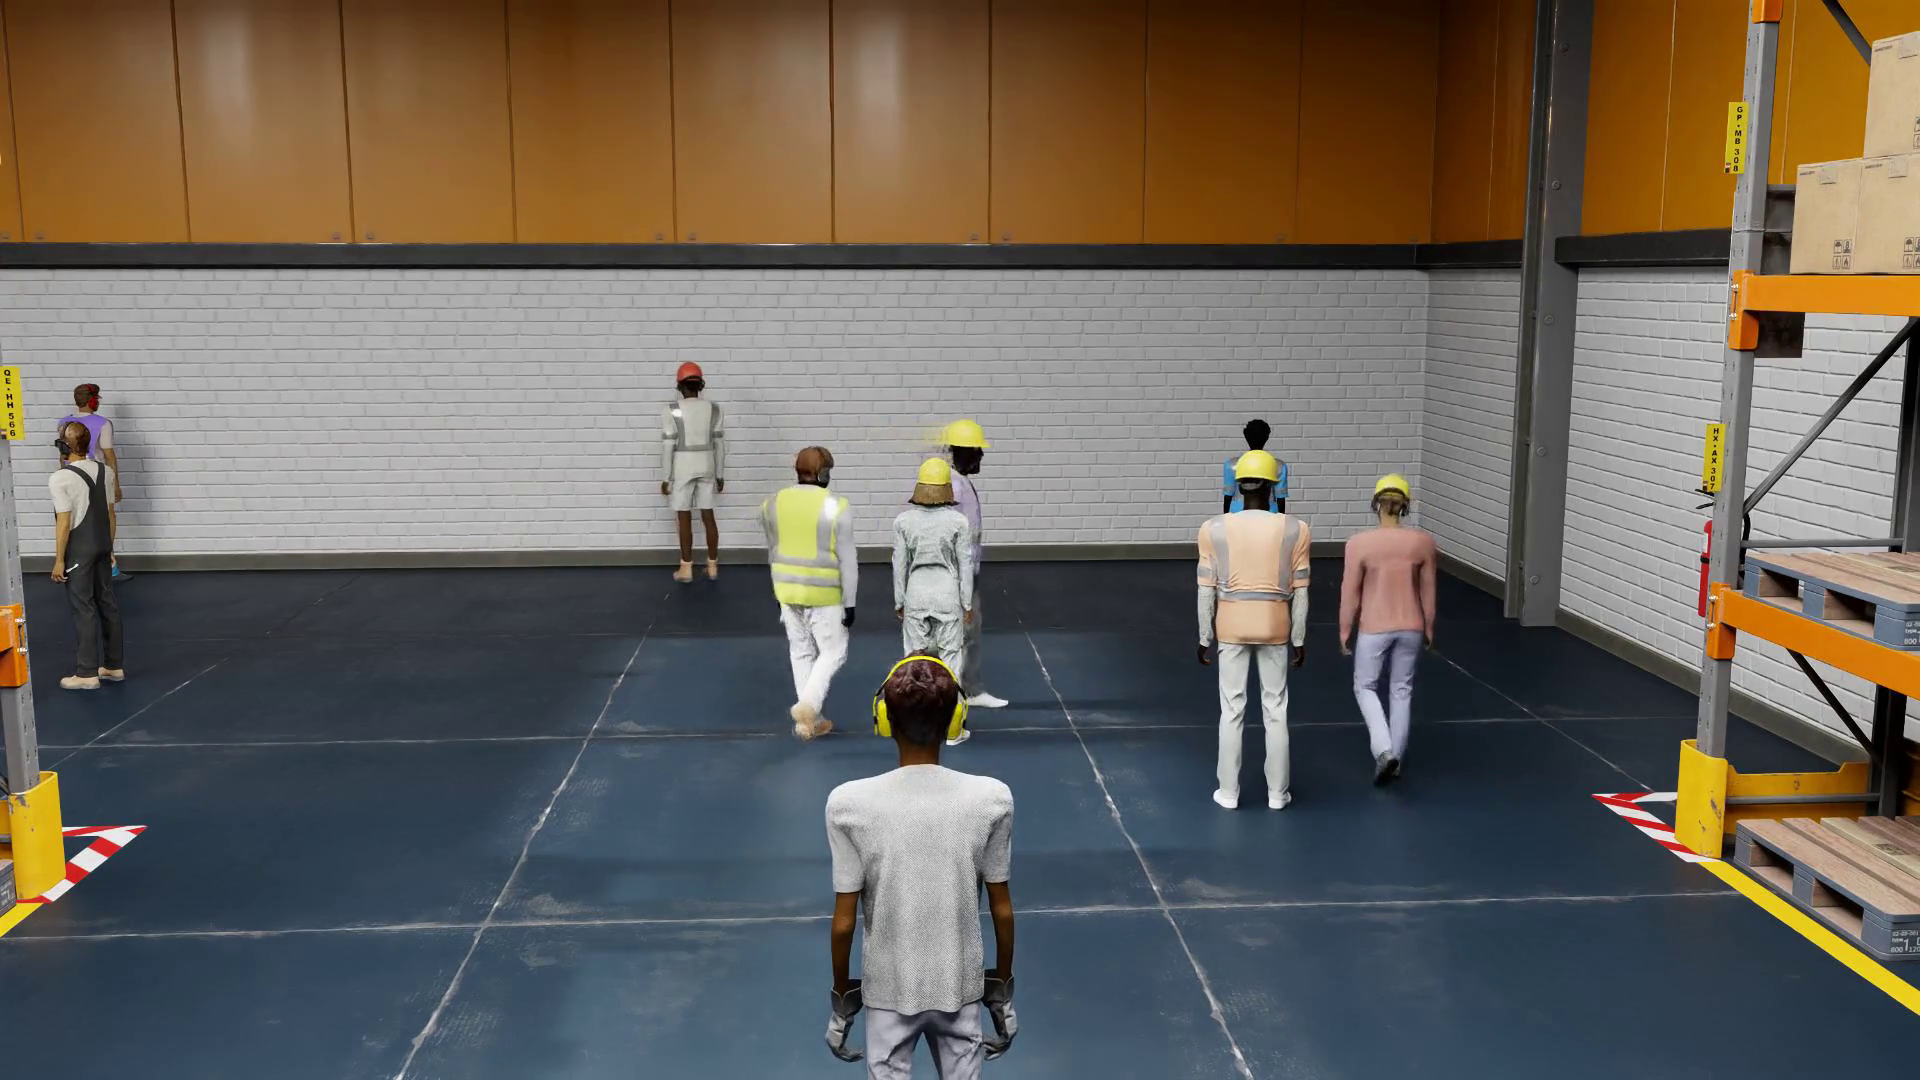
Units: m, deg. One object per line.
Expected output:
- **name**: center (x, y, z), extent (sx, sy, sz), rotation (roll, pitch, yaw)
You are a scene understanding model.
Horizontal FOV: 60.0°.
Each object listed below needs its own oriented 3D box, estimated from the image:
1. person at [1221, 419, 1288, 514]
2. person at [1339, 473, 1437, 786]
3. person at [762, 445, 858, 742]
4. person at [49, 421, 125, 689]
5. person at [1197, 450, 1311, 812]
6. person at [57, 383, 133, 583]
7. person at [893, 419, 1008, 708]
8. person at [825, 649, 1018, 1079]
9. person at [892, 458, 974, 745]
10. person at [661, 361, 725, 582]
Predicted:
- **person**: center (2.357, -0.123, 13.331), extent (0.530, 1.689, 0.321), rotation (1, 9, 4)
- **person**: center (2.391, 0.501, 9.240), extent (0.556, 1.745, 0.511), rotation (-1, 9, -4)
- **person**: center (-0.920, 0.347, 9.998), extent (0.632, 1.820, 0.591), rotation (4, 10, 22)
- **person**: center (-6.018, 0.102, 11.433), extent (0.345, 1.846, 0.506), rotation (3, 9, 16)
- **person**: center (1.541, 0.486, 8.794), extent (0.589, 1.918, 0.392), rotation (1, 9, 8)
- **person**: center (-7.984, -0.511, 15.271), extent (0.563, 1.847, 0.393), rotation (2, 9, 14)
- **person**: center (-0.047, 0.170, 10.791), extent (0.653, 1.912, 0.607), rotation (1, 9, 6)
- **person**: center (-0.101, 1.209, 4.401), extent (0.513, 1.872, 0.328), rotation (-1, 9, -9)
- **person**: center (-0.157, 0.372, 10.052), extent (0.493, 1.743, 0.301), rotation (2, 9, 10)
- **person**: center (-2.481, -0.630, 15.412), extent (0.615, 2.039, 0.394), rotation (-5, 10, -30)
